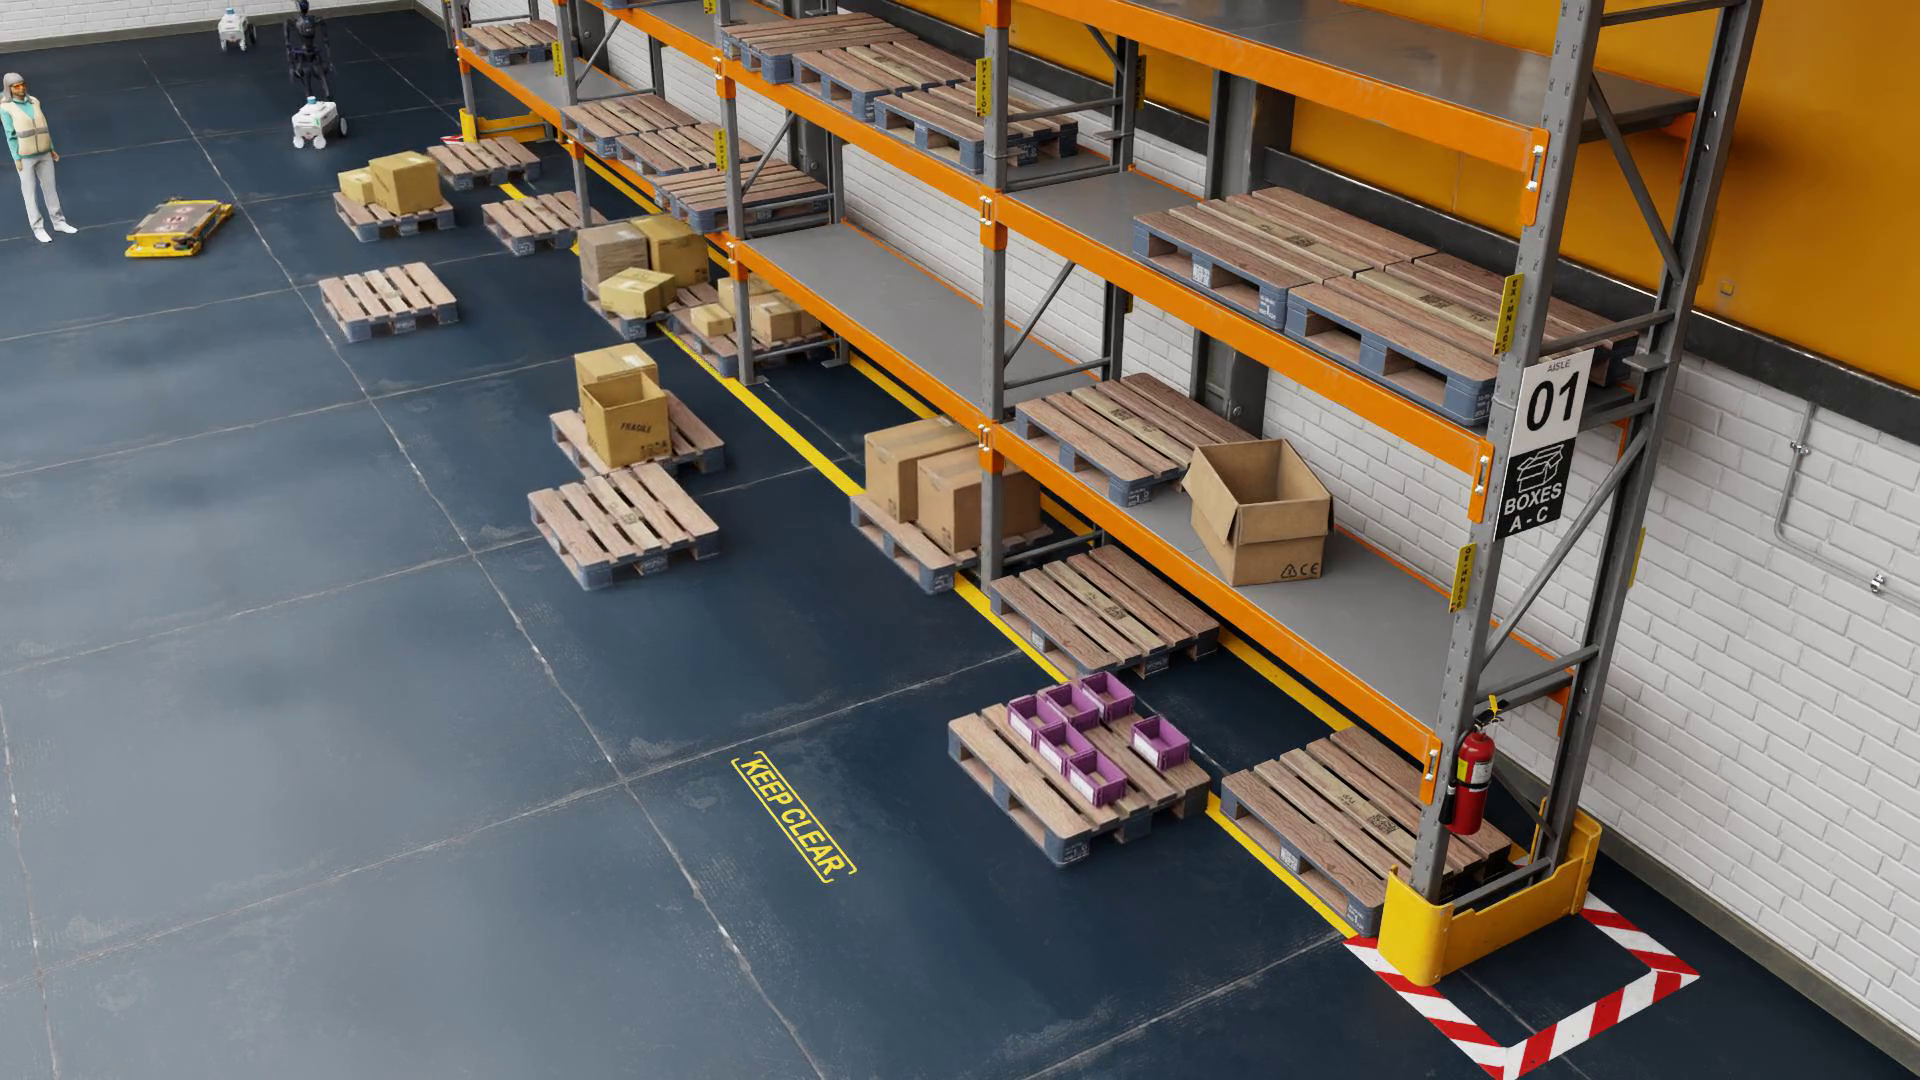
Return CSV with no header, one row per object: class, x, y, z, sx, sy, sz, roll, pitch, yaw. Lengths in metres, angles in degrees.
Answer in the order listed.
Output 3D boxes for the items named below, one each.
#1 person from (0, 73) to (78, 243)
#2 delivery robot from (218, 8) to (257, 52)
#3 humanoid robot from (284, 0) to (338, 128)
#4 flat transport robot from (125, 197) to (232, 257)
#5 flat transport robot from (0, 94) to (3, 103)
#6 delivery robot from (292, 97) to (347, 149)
person,-9.566,-3.955,17.151,0.367,1.709,0.463,13,32,22
delivery robot,-10.822,-7.633,24.788,0.499,0.565,0.746,-7,30,-13
humanoid robot,-8.078,-5.925,20.661,0.584,1.645,0.366,-21,36,-33
flat transport robot,-8.178,-3.282,17.426,0.659,0.231,1.431,-3,30,-5
flat transport robot,-12.665,-5.457,21.266,0.659,0.231,1.431,21,36,32
delivery robot,-7.910,-5.138,20.421,0.524,0.602,0.774,0,30,0
